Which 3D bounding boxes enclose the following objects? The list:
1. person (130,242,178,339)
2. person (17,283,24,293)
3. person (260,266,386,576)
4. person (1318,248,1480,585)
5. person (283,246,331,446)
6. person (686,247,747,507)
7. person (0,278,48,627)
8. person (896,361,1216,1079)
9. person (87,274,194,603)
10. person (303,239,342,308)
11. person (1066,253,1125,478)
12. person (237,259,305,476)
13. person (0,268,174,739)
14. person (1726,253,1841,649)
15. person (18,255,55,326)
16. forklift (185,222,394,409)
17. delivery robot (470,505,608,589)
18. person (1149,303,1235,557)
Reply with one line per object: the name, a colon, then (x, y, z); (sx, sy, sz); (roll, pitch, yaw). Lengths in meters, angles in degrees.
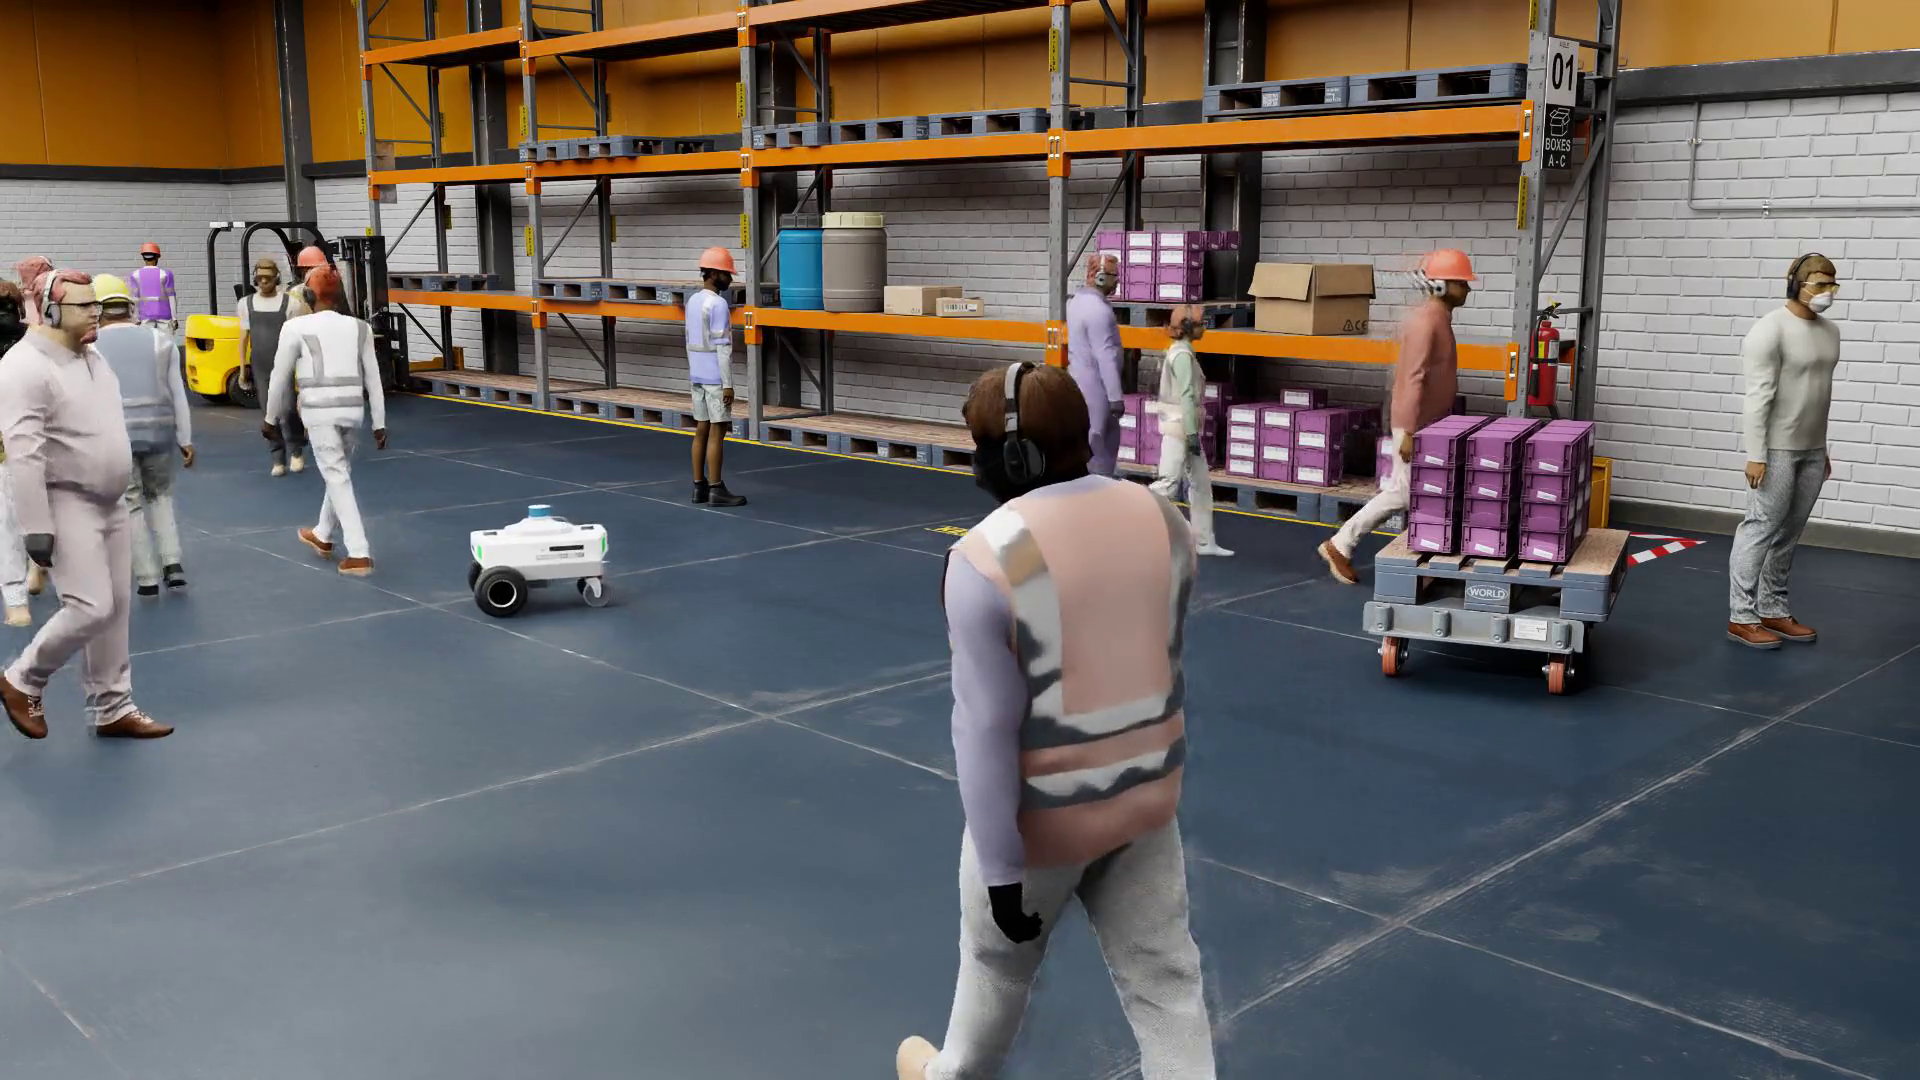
person: (-10.605, -2.952, 21.945); (0.542, 1.930, 0.366); (-3, 11, -14)
person: (-8.241, -1.514, 14.900); (0.520, 1.639, 0.307); (-5, 12, -25)
person: (-3.853, -0.730, 10.093); (1.005, 1.825, 0.589); (8, 13, 37)
person: (2.533, -0.676, 9.480); (0.872, 1.963, 0.633); (5, 12, 26)
person: (-5.958, -1.721, 15.237); (0.606, 1.925, 0.549); (2, 11, 12)
person: (-1.828, -1.214, 12.468); (0.378, 1.928, 0.550); (-7, 13, -34)
person: (-5.042, -0.494, 8.903); (0.628, 1.810, 0.848); (-6, 12, -30)
person: (0.203, 0.532, 3.371); (0.639, 1.780, 1.007); (-6, 12, -30)
person: (-4.588, -0.552, 9.178); (0.602, 1.805, 0.462); (-9, 14, -41)
person: (-9.215, -3.361, 24.096); (0.601, 1.958, 0.390); (1, 10, 5)
person: (1.065, -1.060, 11.713); (0.606, 1.891, 0.681); (-1, 10, -6)
person: (-5.777, -1.434, 13.957); (0.517, 1.830, 0.419); (-1, 10, -8)
person: (-3.495, -0.115, 6.558); (0.515, 1.895, 0.663); (0, 10, 2)
person: (4.082, -0.437, 8.209); (0.635, 1.936, 0.352); (-6, 12, -31)
person: (-5.873, -0.877, 10.726); (0.667, 1.889, 0.464); (1, 10, 4)
forklift: (-8.169, -2.758, 20.163); (2.313, 2.155, 1.214); (-10, 14, -44)
delivery robot: (-2.286, 0.052, 9.058); (0.707, 0.478, 0.477); (-4, 11, -20)
person: (1.317, -0.673, 10.389); (0.762, 1.608, 0.519); (2, 11, 11)
